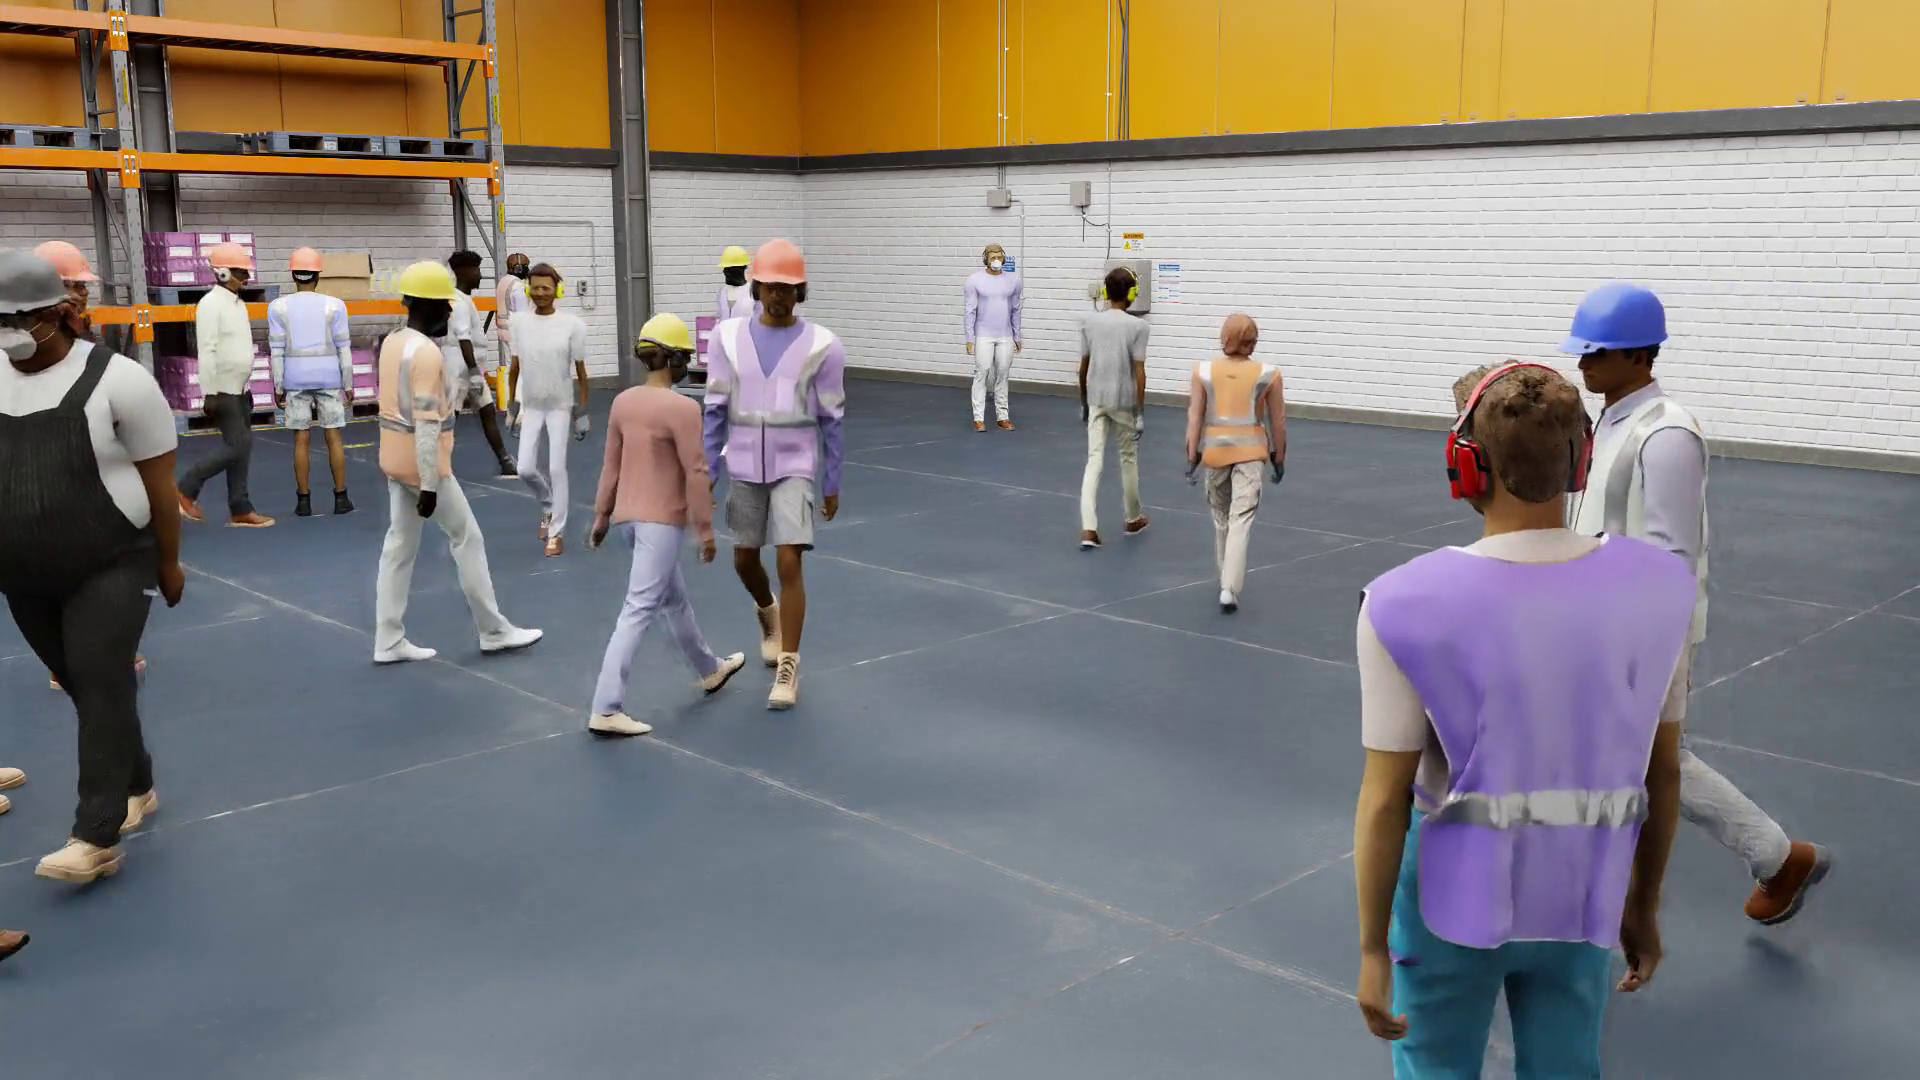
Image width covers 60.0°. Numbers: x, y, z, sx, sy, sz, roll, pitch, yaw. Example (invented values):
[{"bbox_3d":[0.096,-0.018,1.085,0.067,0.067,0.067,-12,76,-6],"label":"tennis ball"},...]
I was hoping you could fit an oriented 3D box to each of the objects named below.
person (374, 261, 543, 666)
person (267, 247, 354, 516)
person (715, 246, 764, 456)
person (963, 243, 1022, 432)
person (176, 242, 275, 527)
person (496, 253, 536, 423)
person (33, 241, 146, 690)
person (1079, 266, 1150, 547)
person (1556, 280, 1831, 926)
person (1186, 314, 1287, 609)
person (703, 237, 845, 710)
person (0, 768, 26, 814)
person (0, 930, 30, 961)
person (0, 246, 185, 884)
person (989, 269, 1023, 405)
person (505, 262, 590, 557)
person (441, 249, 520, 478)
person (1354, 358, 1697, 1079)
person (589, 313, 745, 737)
[{"bbox_3d":[-2.448,-0.362,7.916,0.874,1.892,0.610,-9,13,-39],"label":"person"},{"bbox_3d":[-4.681,-1.138,12.032,0.551,1.936,0.356,-4,11,-19],"label":"person"},{"bbox_3d":[-2.001,-1.708,15.175,0.589,1.924,0.383,7,12,33],"label":"person"},{"bbox_3d":[0.345,-2.086,17.194,0.636,1.939,0.362,-4,11,-19],"label":"person"},{"bbox_3d":[-5.066,-1.040,11.384,0.622,1.978,0.637,-1,10,-6],"label":"person"},{"bbox_3d":[-4.769,-2.179,18.011,0.430,1.836,0.619,-7,13,-34],"label":"person"},{"bbox_3d":[-3.971,-0.325,7.457,0.389,1.996,0.628,-1,10,-4],"label":"person"},{"bbox_3d":[1.000,-0.881,10.958,0.539,1.822,0.983,4,11,23],"label":"person"},{"bbox_3d":[2.011,0.216,4.751,0.837,1.909,0.649,0,10,2],"label":"person"},{"bbox_3d":[1.522,-0.443,9.168,0.532,1.588,0.888,4,11,19],"label":"person"},{"bbox_3d":[-0.815,-0.324,7.379,0.632,2.018,0.900,1,10,8],"label":"person"},{"bbox_3d":[-3.560,0.048,5.827,0.429,1.842,0.634,-3,11,-18],"label":"person"},{"bbox_3d":[-2.939,0.266,4.534,0.877,1.870,0.657,0,10,-2],"label":"person"},{"bbox_3d":[-2.920,0.043,5.311,0.675,2.000,1.014,1,10,6],"label":"person"},{"bbox_3d":[0.499,-2.419,19.883,0.538,1.620,0.449,4,11,20],"label":"person"},{"bbox_3d":[-2.619,-0.829,10.568,0.559,1.854,0.459,0,10,2],"label":"person"},{"bbox_3d":[-4.080,-1.421,13.658,1.025,1.920,0.619,-2,11,-9],"label":"person"},{"bbox_3d":[0.915,0.623,2.719,0.577,1.830,0.690,-1,10,-5],"label":"person"},{"bbox_3d":[-1.248,-0.087,6.951,0.540,1.698,0.995,9,14,42],"label":"person"}]
